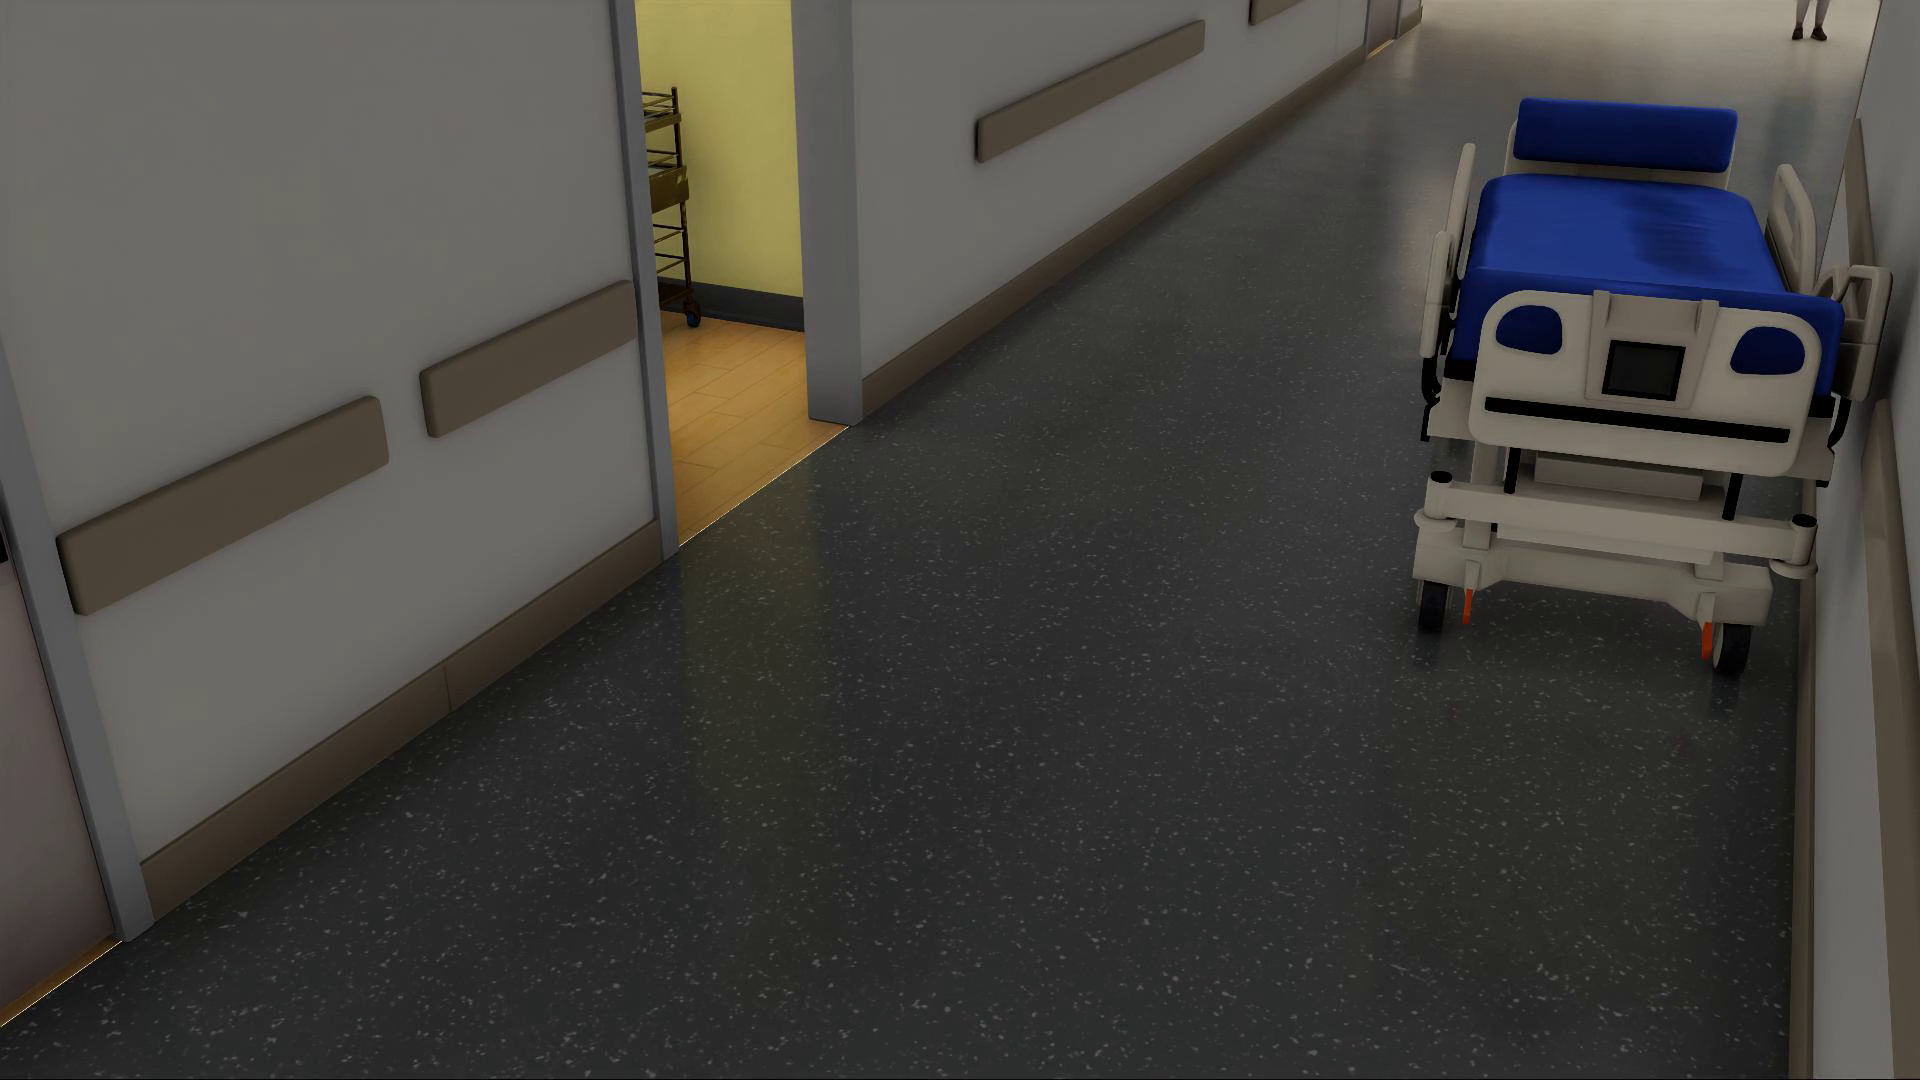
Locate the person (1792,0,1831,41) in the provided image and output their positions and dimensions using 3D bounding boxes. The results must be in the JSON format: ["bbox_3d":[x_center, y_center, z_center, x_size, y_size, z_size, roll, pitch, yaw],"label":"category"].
[{"bbox_3d":[7.807,-5.292,14.981,0.607,1.500,0.706,3,26,7],"label":"person"}]
